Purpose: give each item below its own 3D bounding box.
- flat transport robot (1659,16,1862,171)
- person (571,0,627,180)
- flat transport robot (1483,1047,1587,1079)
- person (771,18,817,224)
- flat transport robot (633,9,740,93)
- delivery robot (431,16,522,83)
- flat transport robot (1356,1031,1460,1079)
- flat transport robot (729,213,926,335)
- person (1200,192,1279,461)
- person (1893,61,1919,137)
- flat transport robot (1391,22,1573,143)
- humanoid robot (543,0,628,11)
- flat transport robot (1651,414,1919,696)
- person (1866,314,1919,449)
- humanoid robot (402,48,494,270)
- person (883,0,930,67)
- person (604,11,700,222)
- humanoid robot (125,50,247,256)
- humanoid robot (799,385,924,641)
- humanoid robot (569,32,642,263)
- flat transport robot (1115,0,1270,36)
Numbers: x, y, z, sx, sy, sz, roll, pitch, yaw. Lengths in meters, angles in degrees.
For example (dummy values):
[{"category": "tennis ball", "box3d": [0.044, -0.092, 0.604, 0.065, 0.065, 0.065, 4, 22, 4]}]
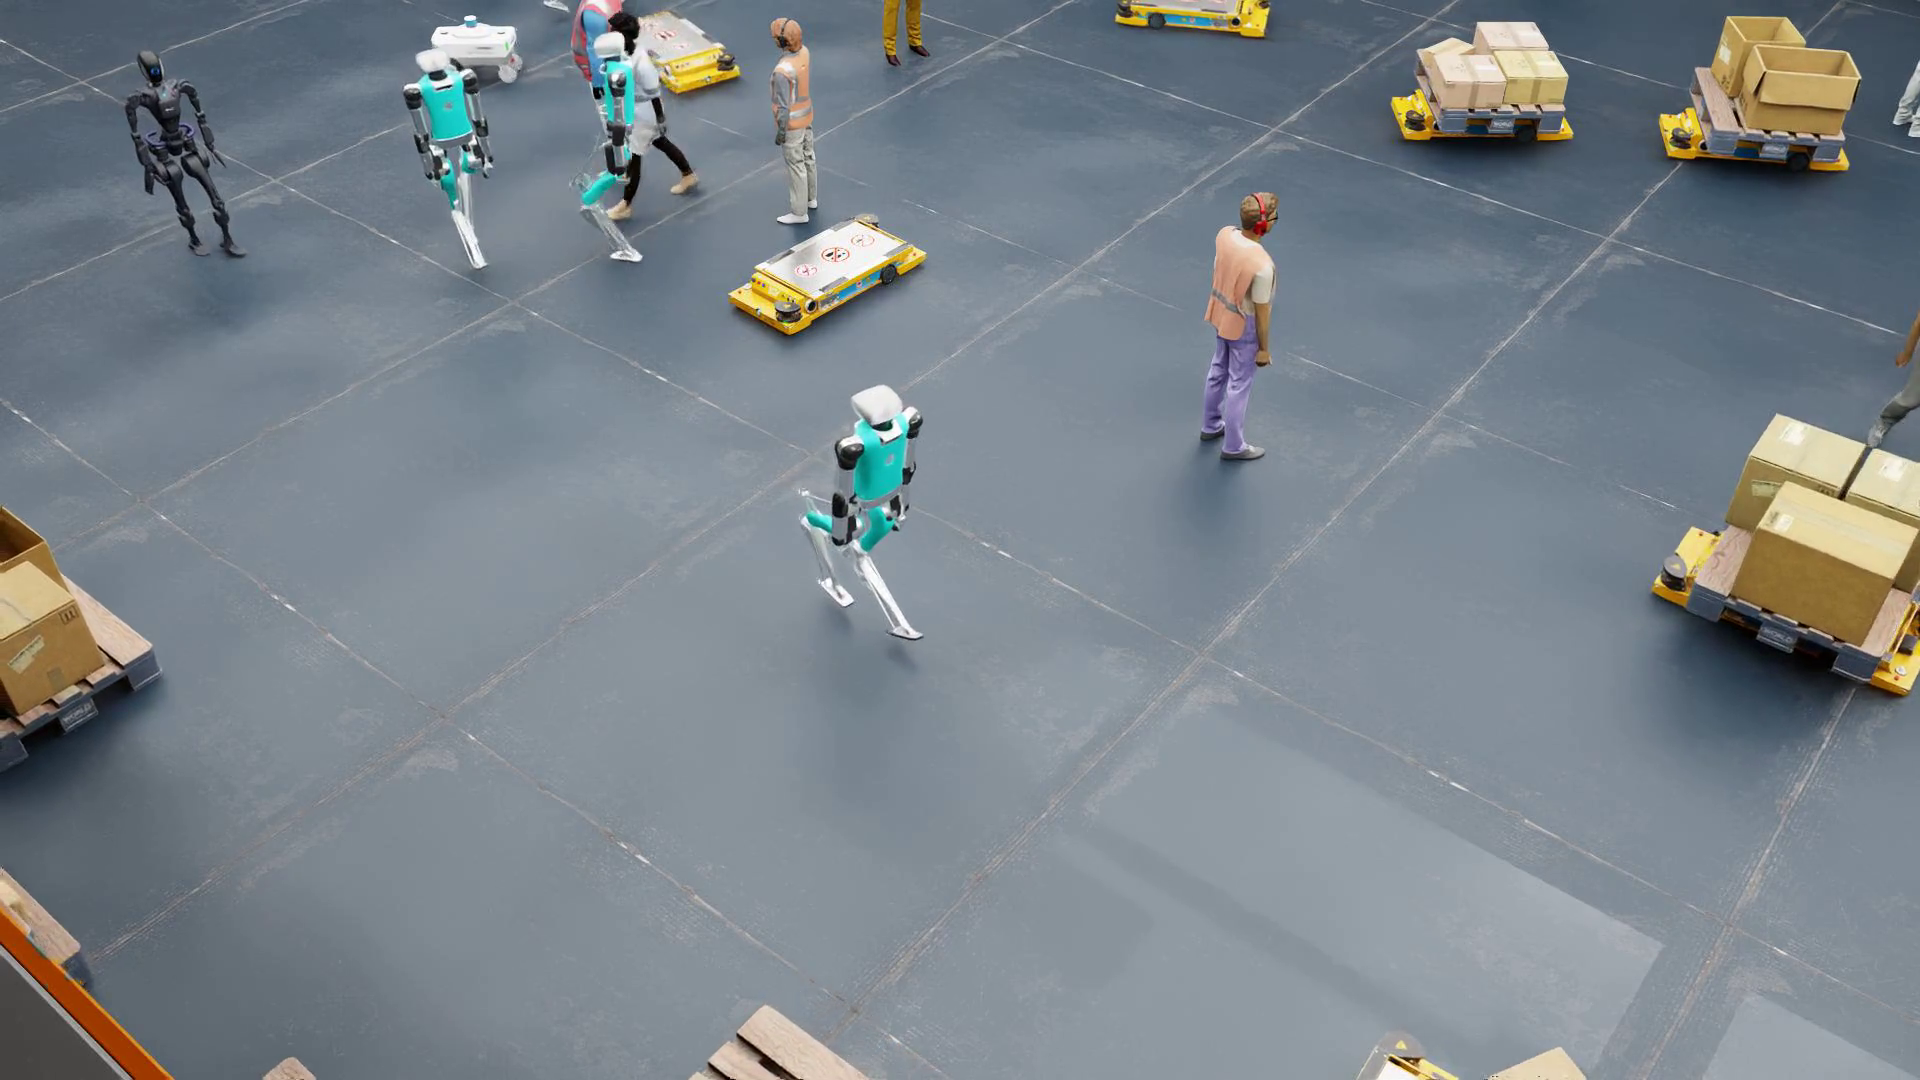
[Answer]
[{"category": "flat transport robot", "box3d": [6.720, -3.403, 14.082, 1.431, 0.231, 0.659, 7, 41, 8]}, {"category": "person", "box3d": [-2.860, -3.772, 13.314, 0.431, 1.835, 0.628, 0, 40, 0]}, {"category": "flat transport robot", "box3d": [2.124, 3.061, 6.477, 0.659, 0.231, 1.431, -16, 43, -18]}, {"category": "person", "box3d": [-1.278, -3.223, 12.809, 0.306, 1.640, 0.513, 11, 41, 12]}, {"category": "flat transport robot", "box3d": [-2.679, -4.557, 15.439, 0.659, 0.231, 1.431, -24, 46, -26]}, {"category": "delivery robot", "box3d": [-4.421, -4.448, 15.098, 0.781, 0.605, 0.499, 0, 40, 0]}, {"category": "flat transport robot", "box3d": [1.764, 2.726, 6.871, 0.659, 0.231, 1.431, 24, 46, 26]}, {"category": "flat transport robot", "box3d": [-0.979, -2.005, 12.437, 0.659, 0.231, 1.431, 31, 49, 31]}, {"category": "person", "box3d": [1.745, -1.328, 10.422, 0.389, 1.847, 0.563, -16, 43, -18]}, {"category": "person", "box3d": [8.322, -4.213, 13.904, 0.322, 1.731, 0.493, -9, 41, -10]}, {"category": "flat transport robot", "box3d": [4.525, -3.698, 14.428, 1.431, 0.231, 0.659, 0, 40, 0]}, {"category": "humanoid robot", "box3d": [-3.734, -5.833, 15.830, 1.055, 1.716, 0.537, -12, 42, -14]}, {"category": "flat transport robot", "box3d": [4.850, 0.363, 9.651, 1.431, 0.231, 0.659, 26, 47, 28]}, {"category": "person", "box3d": [6.150, -1.176, 10.269, 0.626, 1.819, 0.643, 3, 40, 4]}, {"category": "humanoid robot", "box3d": [-3.758, -2.848, 12.288, 0.549, 1.734, 1.010, -21, 44, -22]}, {"category": "person", "box3d": [-0.494, -5.185, 15.030, 0.534, 1.753, 0.338, -26, 47, -27]}, {"category": "person", "box3d": [-2.469, -3.329, 12.926, 0.923, 1.648, 0.525, -19, 44, -21]}, {"category": "humanoid robot", "box3d": [-5.779, -2.834, 12.333, 0.610, 1.638, 0.557, -33, 50, -33]}, {"category": "humanoid robot", "box3d": [-0.596, -0.197, 9.194, 0.535, 1.732, 1.025, -30, 49, -30]}, {"category": "humanoid robot", "box3d": [-2.650, -2.860, 12.293, 0.643, 1.773, 0.535, -3, 40, -4]}, {"category": "flat transport robot", "box3d": [2.269, -5.163, 16.152, 1.431, 0.231, 0.659, 9, 41, 10]}]
